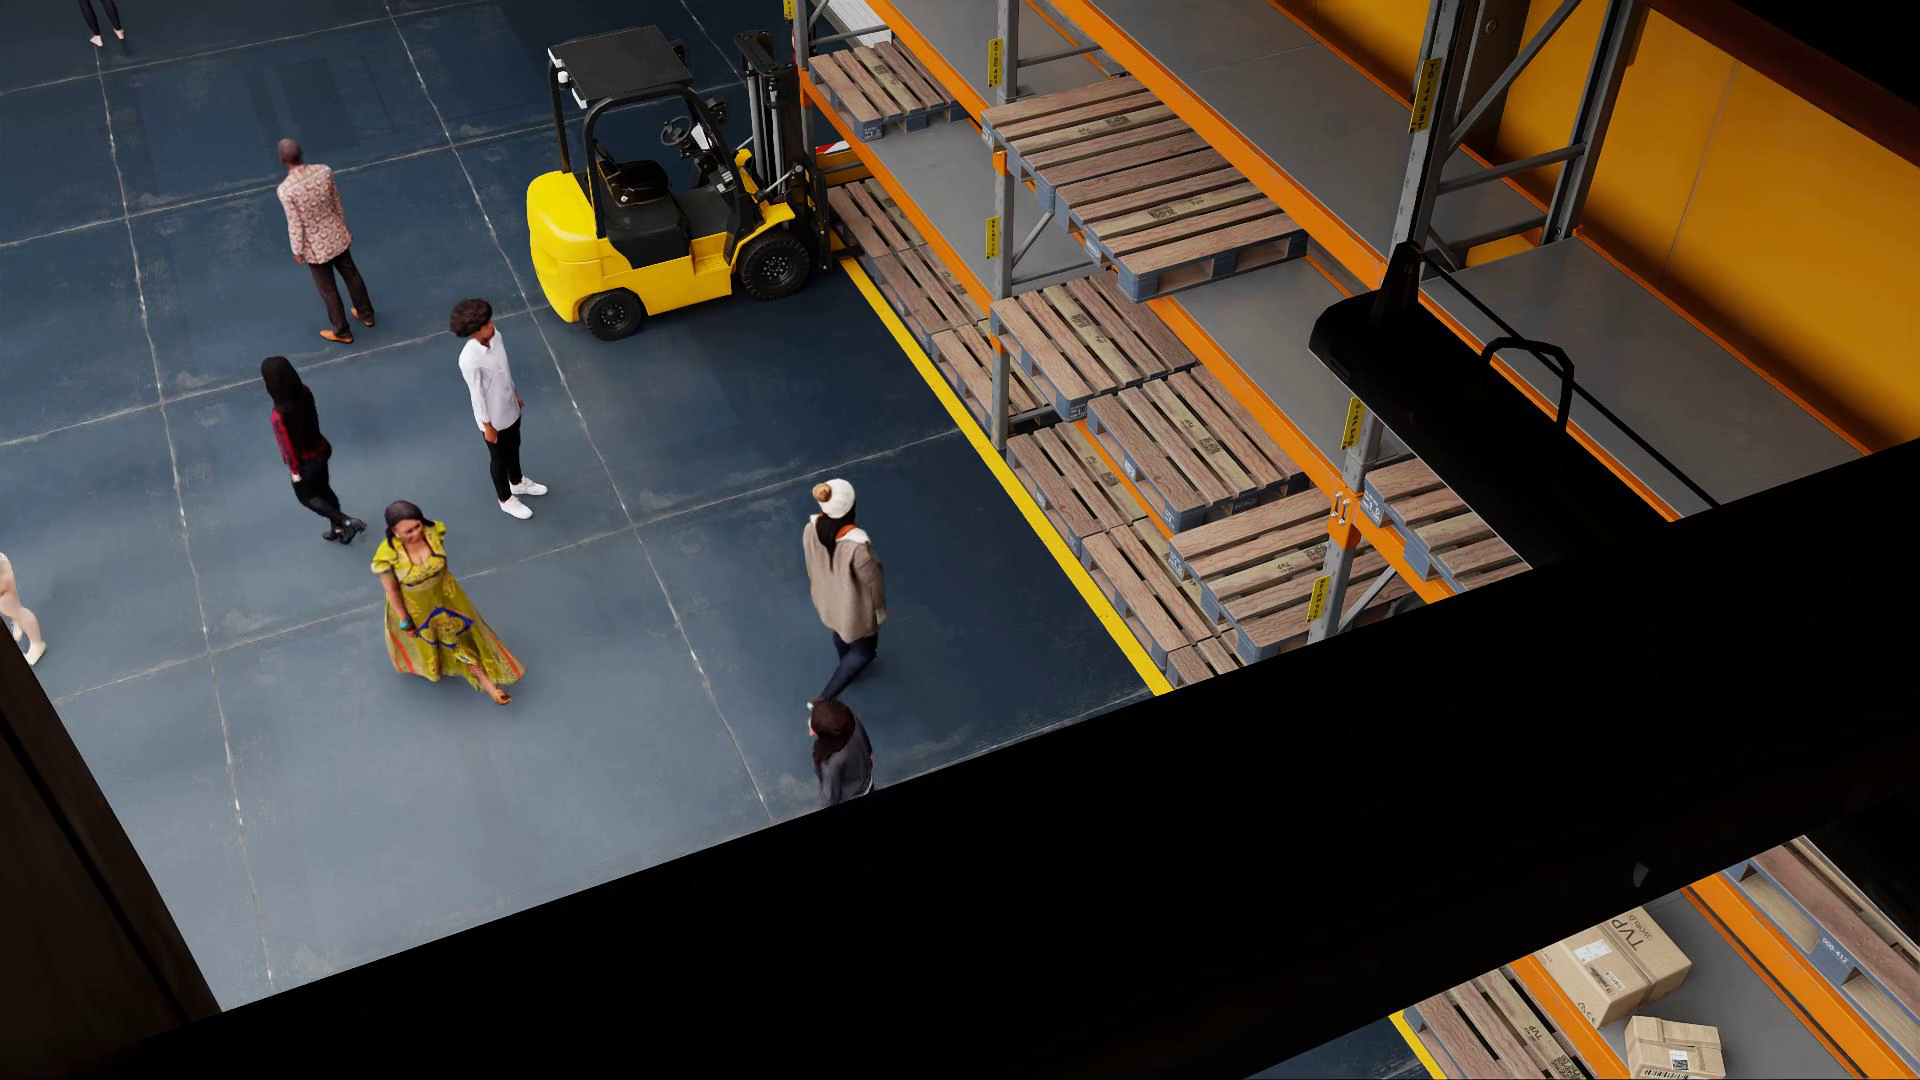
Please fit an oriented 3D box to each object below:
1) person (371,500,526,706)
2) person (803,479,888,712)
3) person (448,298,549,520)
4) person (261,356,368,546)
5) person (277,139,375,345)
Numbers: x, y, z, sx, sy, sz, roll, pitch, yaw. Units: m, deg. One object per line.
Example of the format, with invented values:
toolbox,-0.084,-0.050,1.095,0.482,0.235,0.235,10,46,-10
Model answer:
person,-3.483,0.349,10.653,1.339,1.611,1.075,32,52,29
person,-0.770,0.393,10.419,1.063,1.869,1.005,30,51,28
person,-3.315,-0.957,11.877,0.795,1.813,0.720,10,45,11
person,-4.464,-0.571,11.595,0.803,1.643,0.742,8,44,8
person,-5.133,-2.416,13.410,0.787,1.810,0.779,24,49,23
